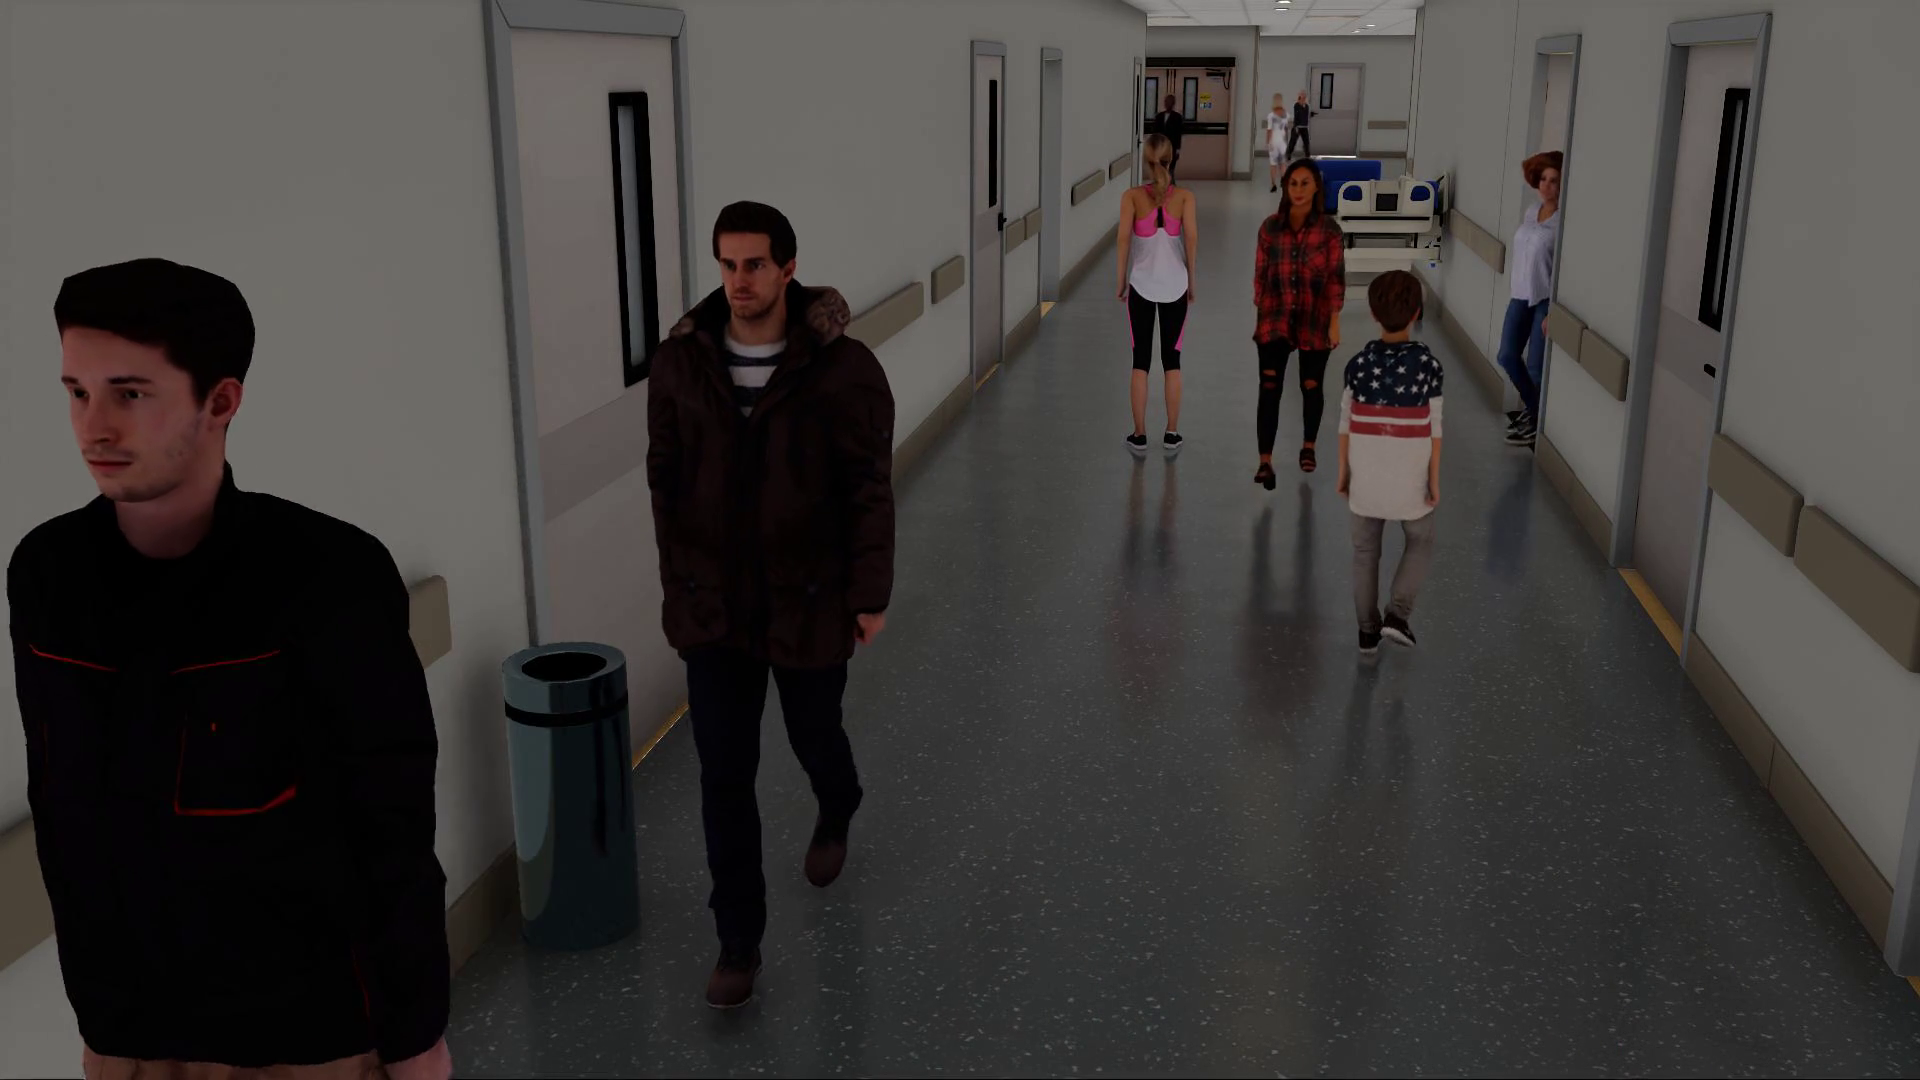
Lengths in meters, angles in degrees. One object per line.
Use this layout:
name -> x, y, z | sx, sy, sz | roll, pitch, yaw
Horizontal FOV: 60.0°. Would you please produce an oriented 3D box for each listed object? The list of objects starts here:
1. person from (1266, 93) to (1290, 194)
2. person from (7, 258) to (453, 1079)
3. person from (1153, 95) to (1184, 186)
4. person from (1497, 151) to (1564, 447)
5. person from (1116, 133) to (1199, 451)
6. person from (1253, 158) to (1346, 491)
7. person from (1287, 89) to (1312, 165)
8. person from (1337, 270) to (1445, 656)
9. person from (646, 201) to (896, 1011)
person -> 5.688, -7.049, 29.596 | 0.719, 1.739, 0.771 | -4, 16, -13
person -> -0.873, 0.595, 2.168 | 0.846, 1.909, 0.779 | 2, 16, 6
person -> 3.340, -6.276, 26.820 | 0.707, 1.757, 0.818 | 11, 19, 34
person -> 3.422, -1.365, 9.535 | 0.827, 1.684, 0.803 | -5, 17, -17
person -> 1.125, -1.409, 9.503 | 0.487, 1.787, 0.688 | 1, 16, 3
person -> 1.768, -1.099, 8.660 | 1.077, 1.647, 0.798 | 6, 17, 19
person -> 7.777, -9.486, 38.349 | 1.114, 1.680, 1.047 | -6, 17, -22
person -> 1.560, -0.256, 6.058 | 0.578, 1.436, 0.663 | 7, 17, 24
person -> -0.433, 0.122, 4.018 | 1.076, 1.815, 0.831 | 2, 16, 7
